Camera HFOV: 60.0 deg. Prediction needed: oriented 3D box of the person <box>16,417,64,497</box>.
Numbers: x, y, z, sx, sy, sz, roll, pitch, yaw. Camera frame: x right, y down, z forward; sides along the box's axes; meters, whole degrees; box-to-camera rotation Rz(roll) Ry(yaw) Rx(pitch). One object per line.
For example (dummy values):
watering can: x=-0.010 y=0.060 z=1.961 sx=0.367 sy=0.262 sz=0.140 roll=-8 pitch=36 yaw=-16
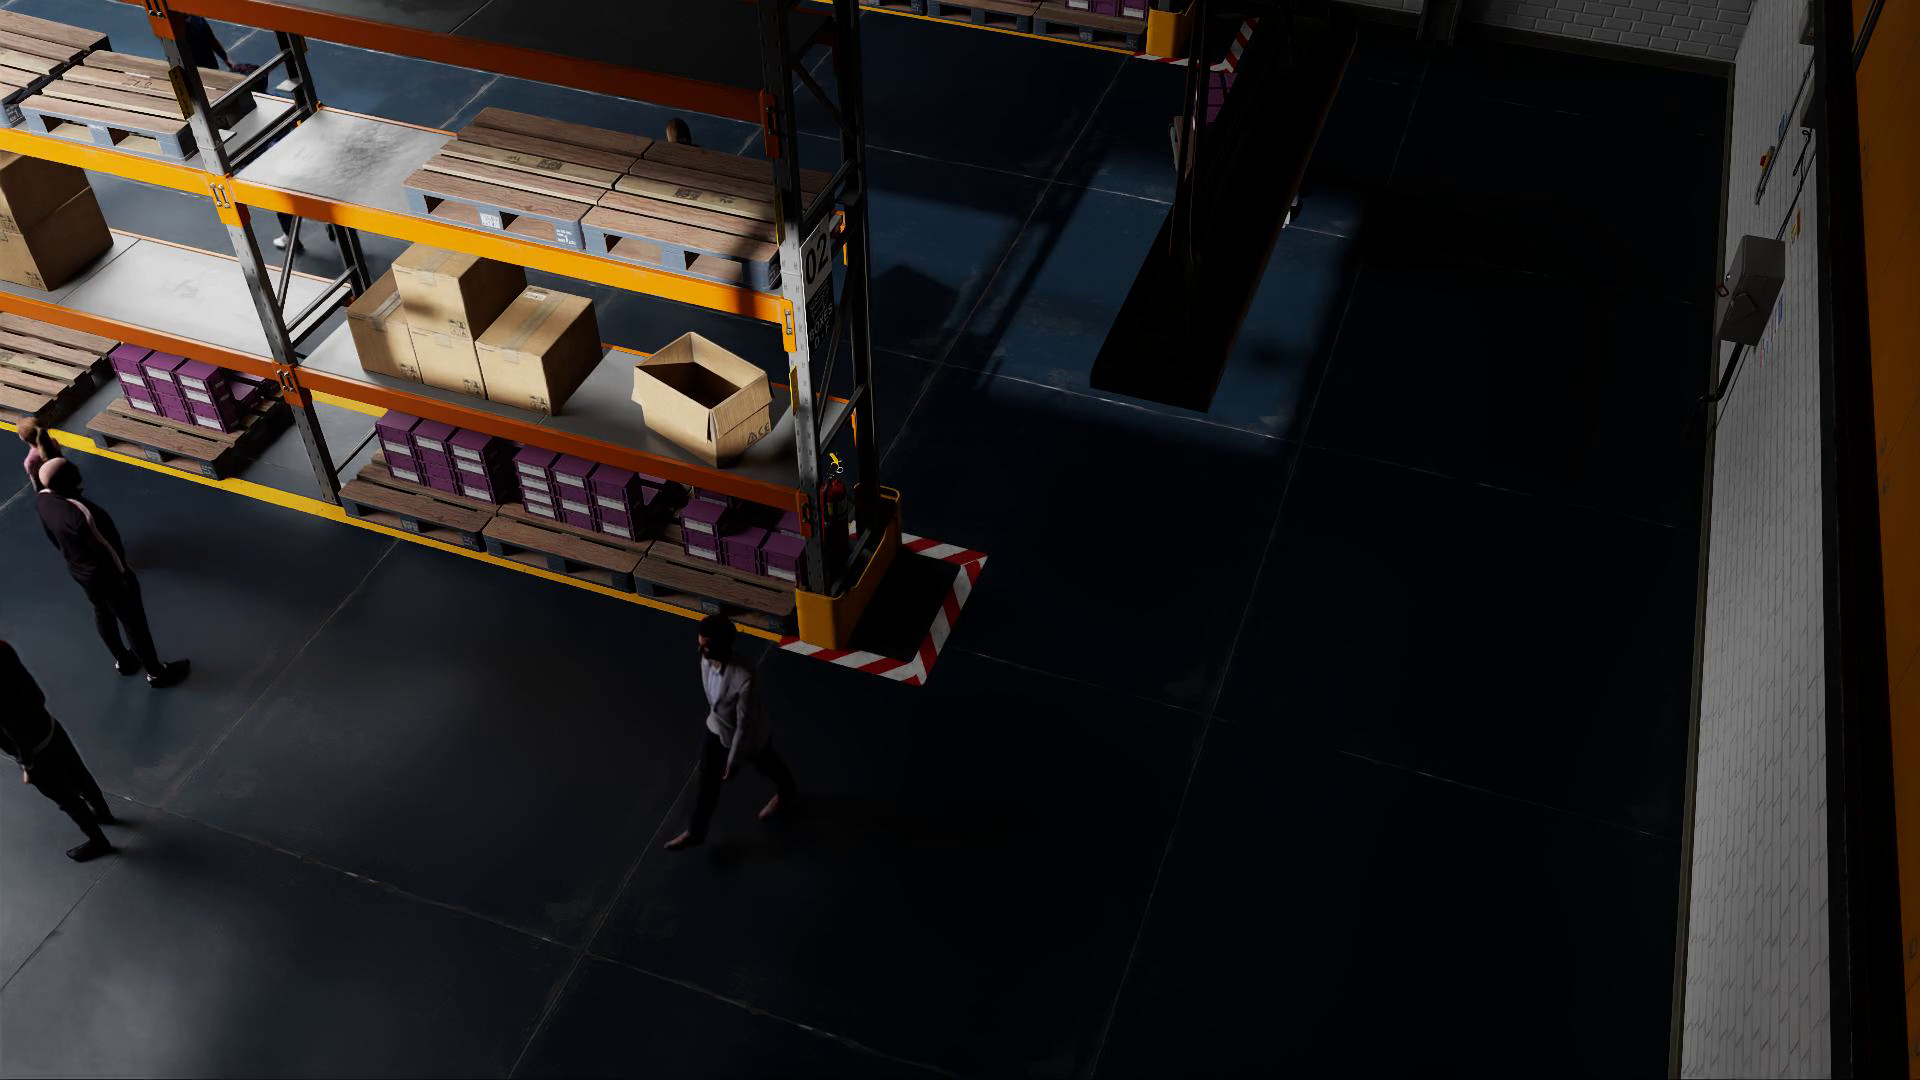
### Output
person: x=-6.257 y=-0.332 z=11.619 sx=0.748 sy=1.262 sz=0.552 roll=8 pitch=44 yaw=8

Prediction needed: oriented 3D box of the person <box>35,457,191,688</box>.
person: x=-5.502 y=0.207 z=10.638 sx=0.549 sy=1.835 sz=0.769 roll=20 pitch=47 yaw=19

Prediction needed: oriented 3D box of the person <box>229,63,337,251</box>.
person: x=-5.819 y=-3.261 z=14.307 sx=0.881 sy=1.794 sz=0.660 roll=14 pitch=45 yaw=14

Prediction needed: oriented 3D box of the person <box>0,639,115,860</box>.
person: x=-5.340 y=1.196 z=9.640 sx=0.655 sy=1.779 sz=0.654 roll=-8 pitch=44 yaw=-8

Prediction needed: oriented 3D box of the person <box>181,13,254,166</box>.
person: x=-7.064 y=-4.270 z=15.349 sx=1.281 sy=1.818 sz=0.857 roll=5 pitch=44 yaw=6

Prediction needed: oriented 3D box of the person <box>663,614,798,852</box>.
person: x=-1.215 y=1.068 z=9.756 sx=1.168 sy=1.803 sz=1.033 roll=34 pitch=53 yaw=30
